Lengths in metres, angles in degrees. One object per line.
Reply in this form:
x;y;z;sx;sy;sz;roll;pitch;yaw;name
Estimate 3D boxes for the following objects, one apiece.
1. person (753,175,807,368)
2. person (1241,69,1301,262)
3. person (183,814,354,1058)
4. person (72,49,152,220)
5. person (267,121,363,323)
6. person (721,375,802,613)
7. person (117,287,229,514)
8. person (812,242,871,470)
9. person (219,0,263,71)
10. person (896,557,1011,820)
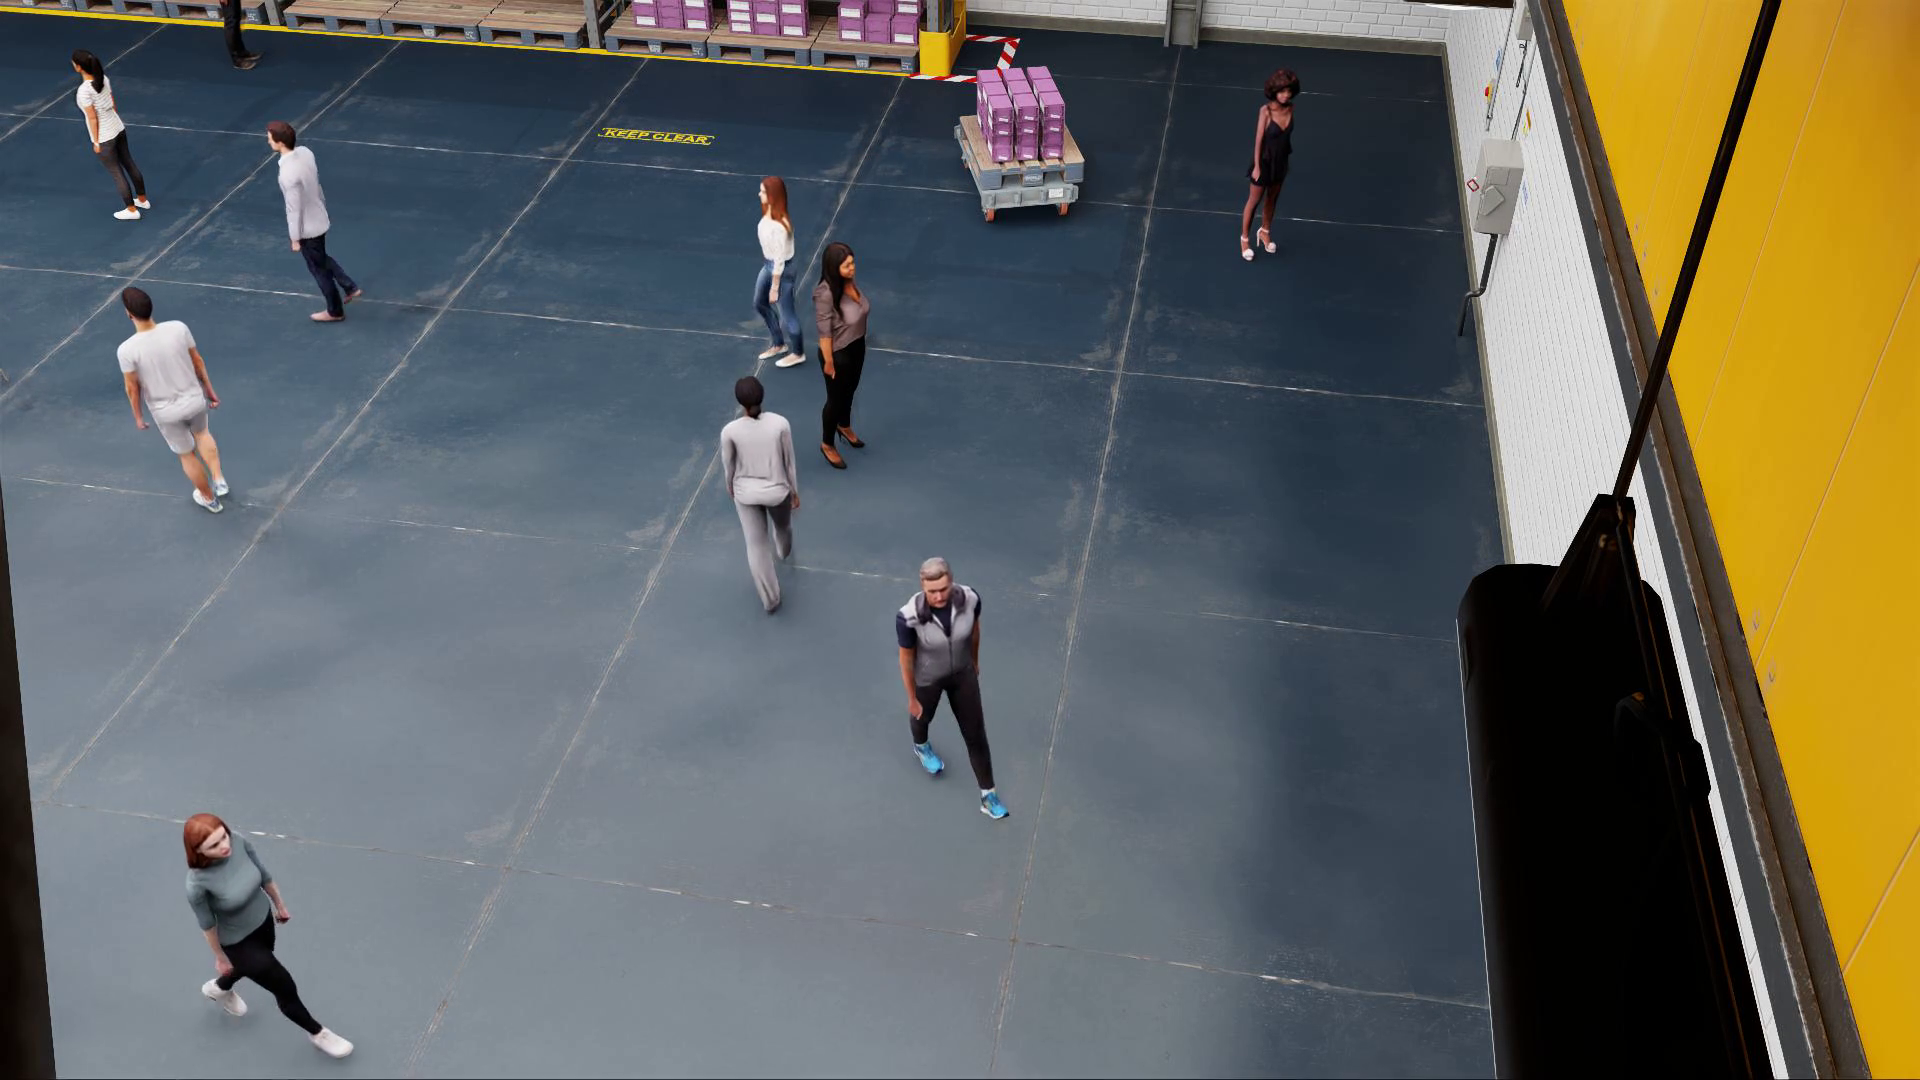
-1.384;-2.180;13.516;0.751;1.715;0.712;-11;40;-14;person
2.788;-3.382;14.963;0.660;1.787;0.730;-20;43;-23;person
-3.623;1.956;8.339;1.143;1.713;0.696;12;40;14;person
-7.996;-3.819;15.623;0.524;1.647;0.561;5;39;7;person
-5.395;-2.671;14.031;0.738;1.840;0.760;1;39;1;person
-1.318;-0.265;11.129;1.065;1.701;0.931;-5;39;-6;person
-5.545;-0.945;11.866;0.857;1.844;0.838;31;48;33;person
-0.898;-1.401;12.441;0.673;1.840;0.707;15;41;18;person
-8.144;-6.148;18.424;0.605;1.791;0.696;-2;39;-3;person
-0.163;0.758;9.785;1.208;1.779;1.194;-19;42;-22;person
